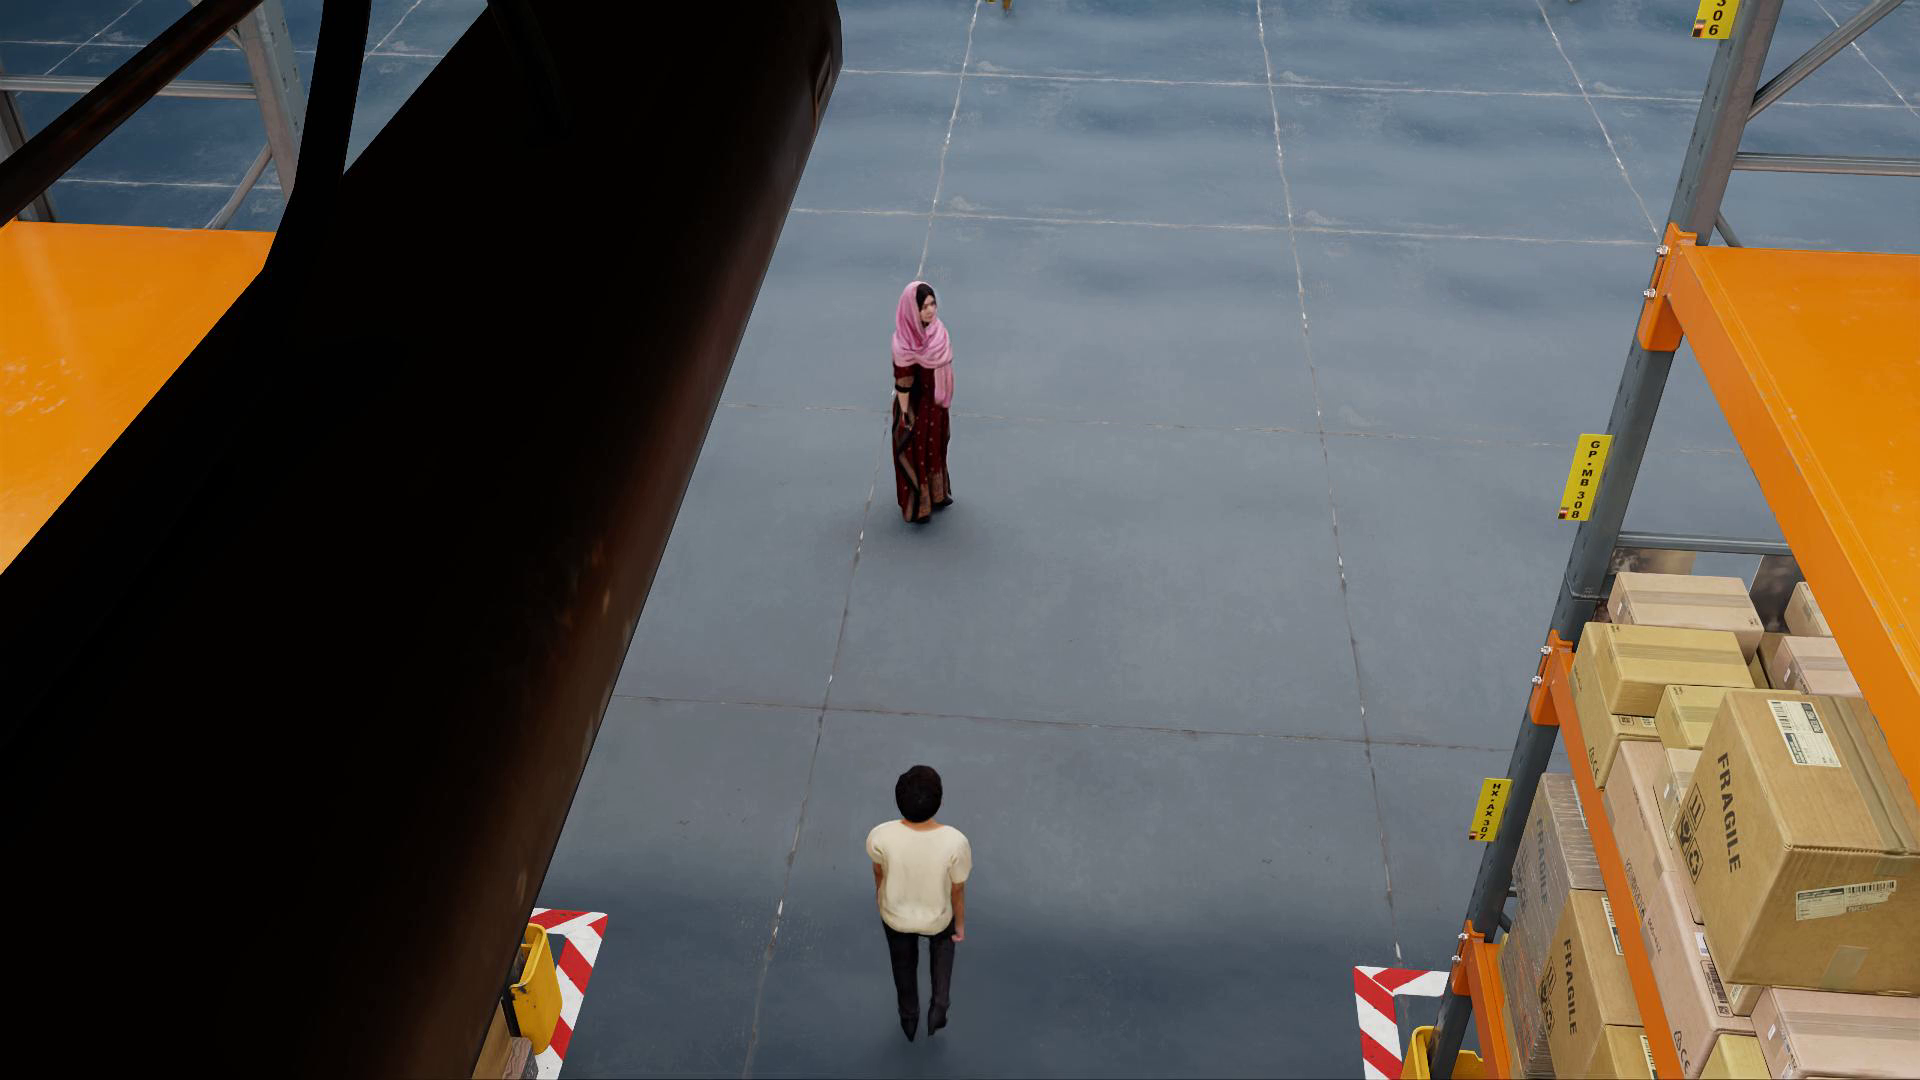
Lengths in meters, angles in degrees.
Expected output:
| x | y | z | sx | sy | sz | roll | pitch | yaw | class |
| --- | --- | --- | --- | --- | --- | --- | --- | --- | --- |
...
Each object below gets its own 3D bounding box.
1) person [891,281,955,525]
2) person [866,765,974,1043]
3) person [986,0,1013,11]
| x | y | z | sx | sy | sz | roll | pitch | yaw | class |
| --- | --- | --- | --- | --- | --- | --- | --- | --- | --- |
| -0.243 | -0.862 | 10.270 | 0.824 | 1.637 | 0.721 | 24 | 44 | 28 | person |
| -0.178 | 1.645 | 7.114 | 0.616 | 1.577 | 0.593 | -1 | 38 | -1 | person |
| 0.404 | -6.318 | 17.403 | 0.748 | 1.442 | 0.952 | -10 | 39 | -12 | person |
